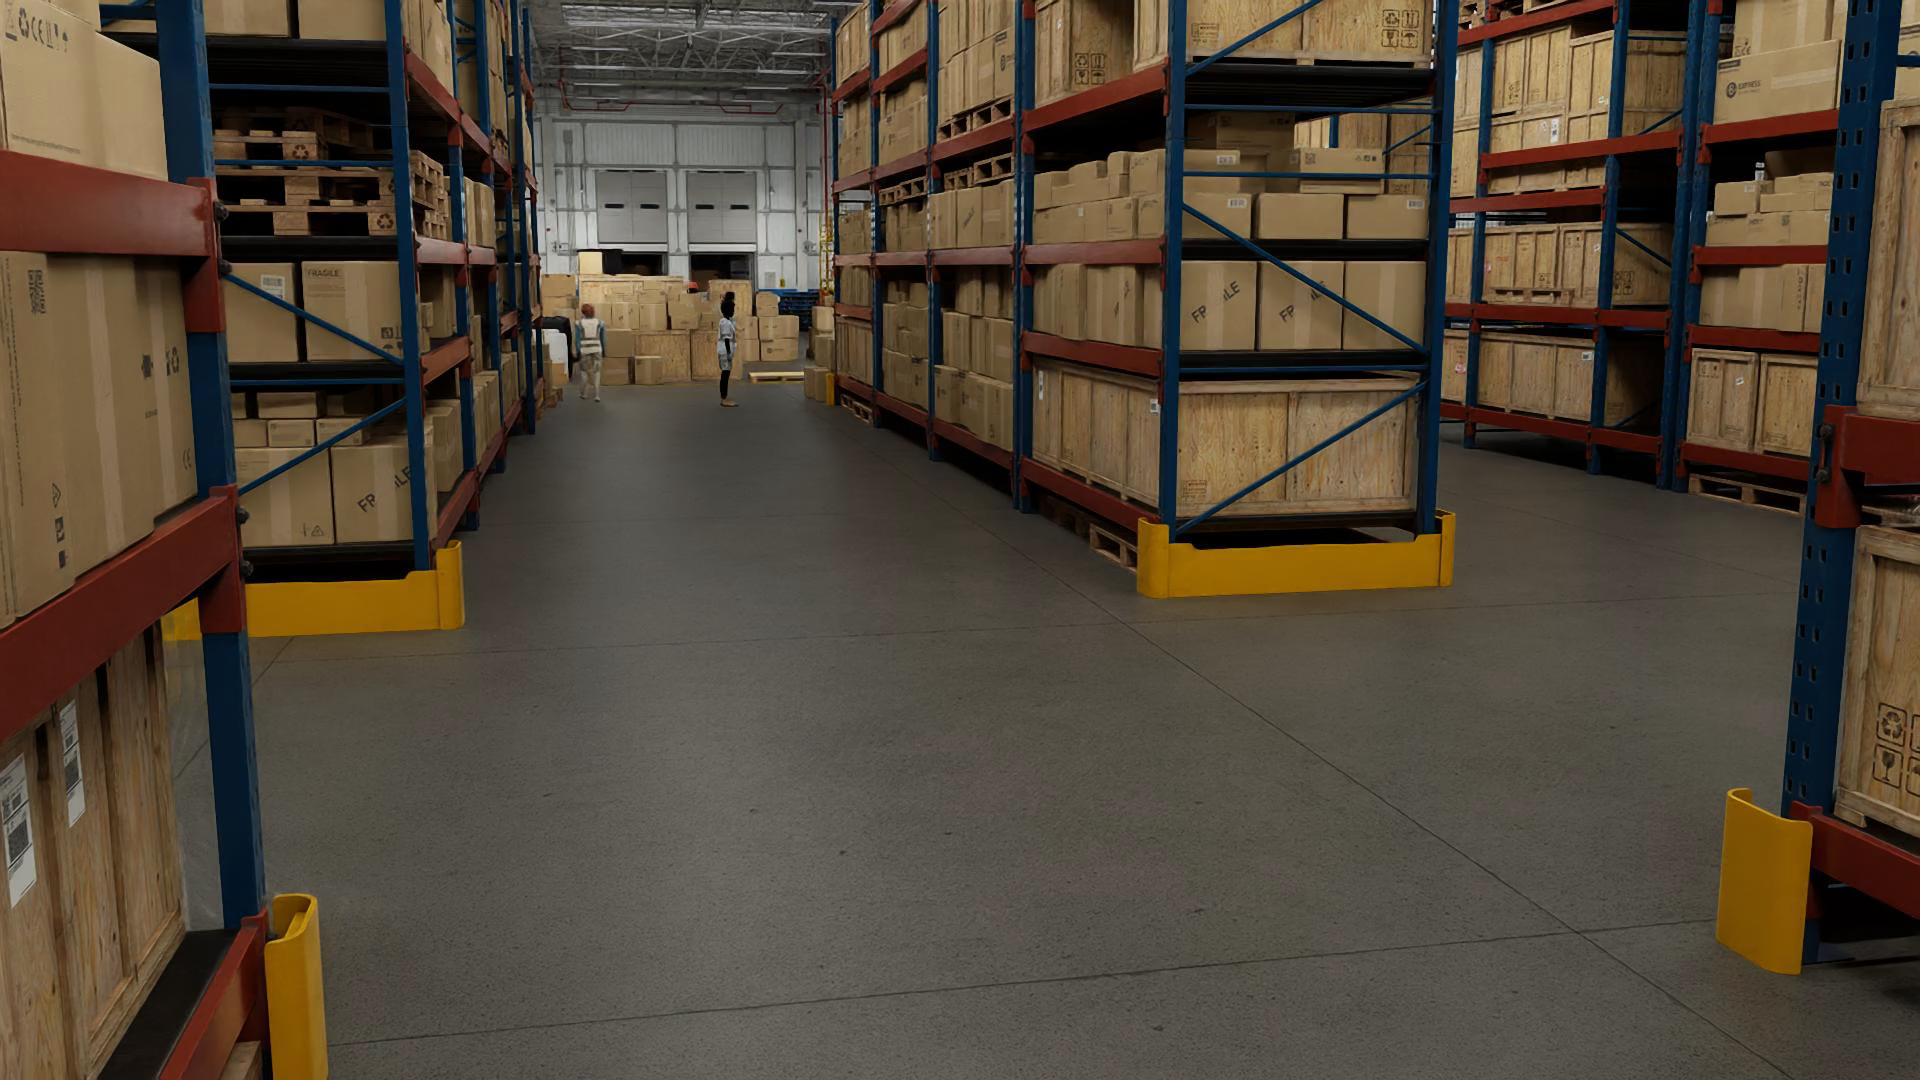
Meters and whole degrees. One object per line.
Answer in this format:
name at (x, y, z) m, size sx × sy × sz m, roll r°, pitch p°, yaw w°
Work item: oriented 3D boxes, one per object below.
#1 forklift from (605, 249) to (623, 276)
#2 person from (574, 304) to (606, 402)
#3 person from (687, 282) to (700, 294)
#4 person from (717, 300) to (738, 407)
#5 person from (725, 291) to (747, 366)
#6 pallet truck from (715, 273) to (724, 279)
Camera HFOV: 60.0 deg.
forklift at (-11.407, -8.233, 55.004) m, size 1.873 × 2.768 × 1.129 m, roll -5°, pitch 11°, yaw -29°
person at (-6.161, -3.117, 27.691) m, size 0.526 × 1.605 × 0.793 m, roll -3°, pitch 10°, yaw -20°
person at (-5.858, -4.749, 36.776) m, size 0.907 × 1.886 × 0.552 m, roll -3°, pitch 10°, yaw -16°
person at (-3.715, -2.970, 26.539) m, size 0.320 × 1.693 × 0.531 m, roll -2°, pitch 10°, yaw -11°
person at (-5.089, -4.746, 37.407) m, size 0.674 × 1.673 × 0.545 m, roll -4°, pitch 10°, yaw -24°
pallet truck at (-8.580, -8.986, 62.280) m, size 1.885 × 1.965 × 0.823 m, roll 1°, pitch 9°, yaw 5°
